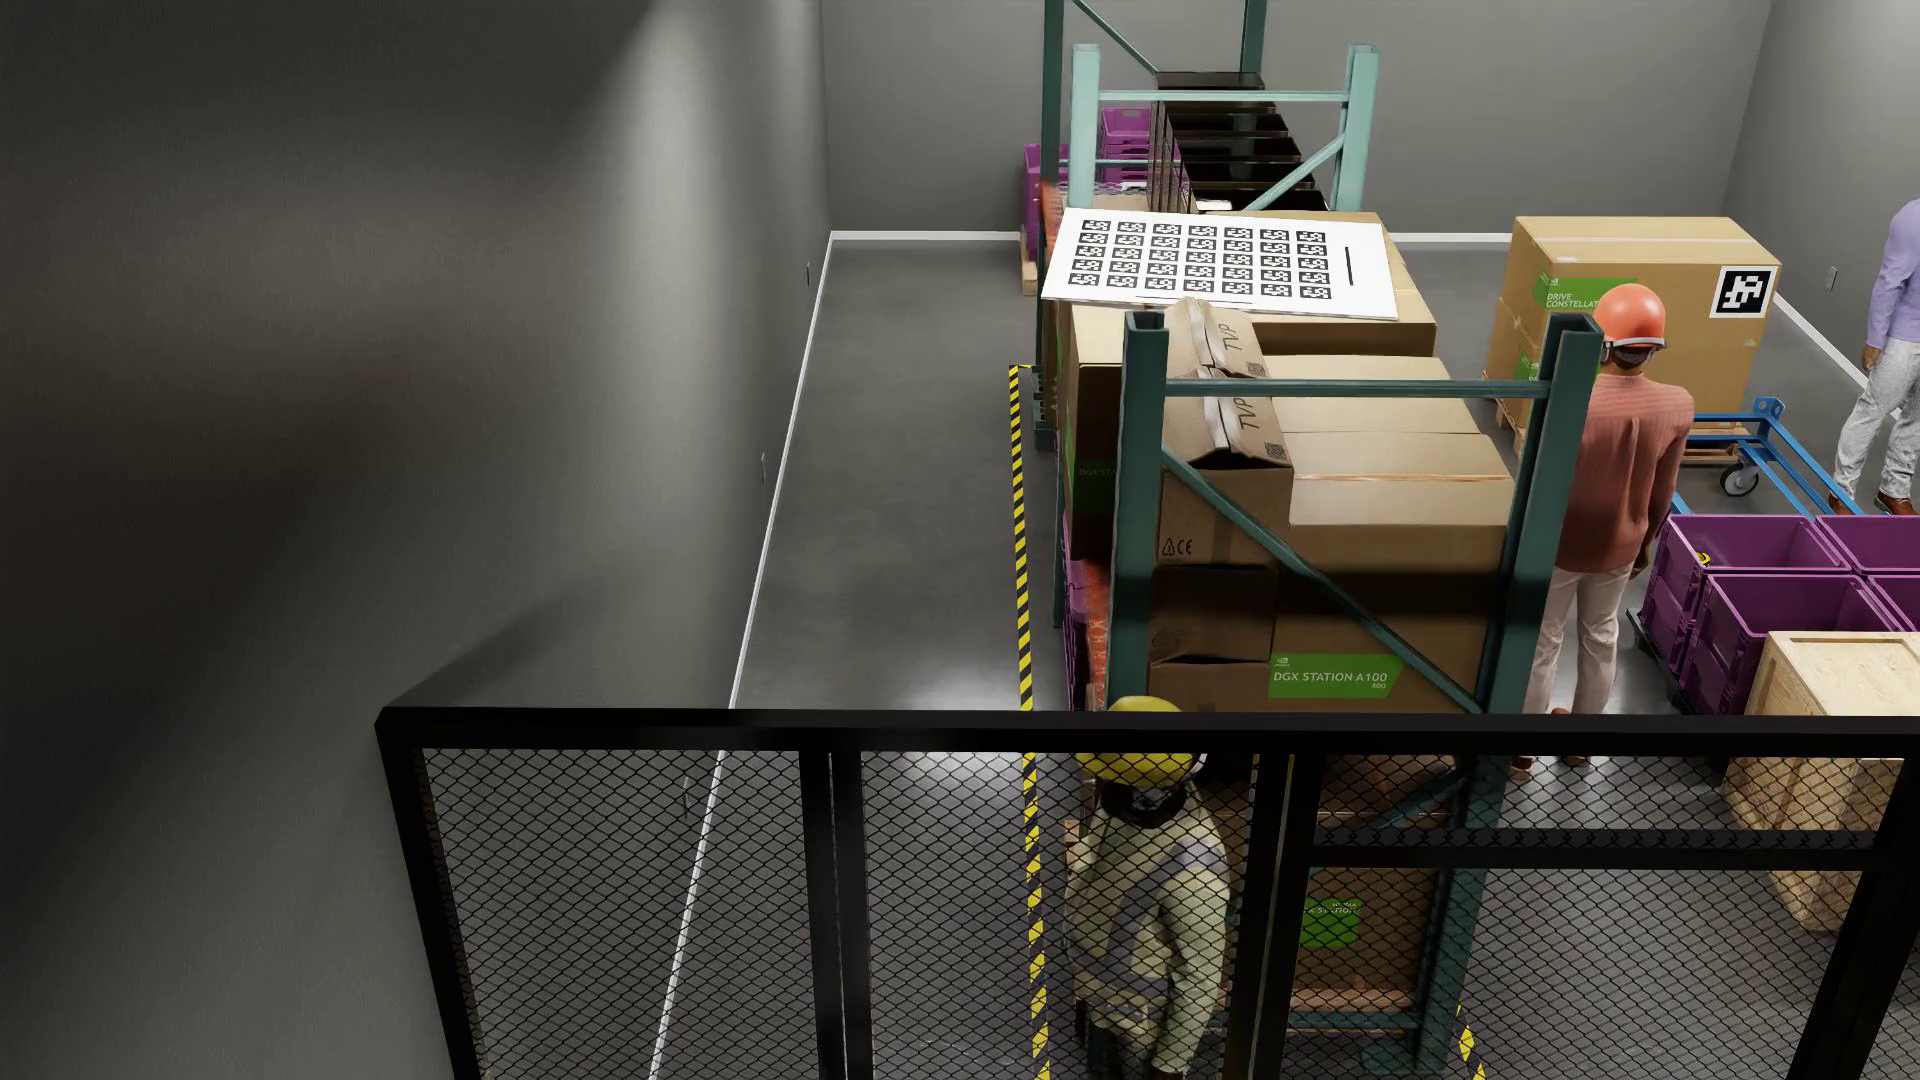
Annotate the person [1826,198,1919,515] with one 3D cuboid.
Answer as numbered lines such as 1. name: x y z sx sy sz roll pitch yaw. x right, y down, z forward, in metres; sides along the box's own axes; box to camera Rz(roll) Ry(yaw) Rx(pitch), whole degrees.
1. person: 4.537 -0.944 7.782 0.627 1.941 0.371 -1 31 -1

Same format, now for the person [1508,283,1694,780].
1. person: 2.302 0.001 6.160 0.625 1.992 0.386 -7 32 -12

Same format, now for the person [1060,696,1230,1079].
1. person: 0.465 1.159 4.393 0.404 1.827 0.600 -6 32 -10
